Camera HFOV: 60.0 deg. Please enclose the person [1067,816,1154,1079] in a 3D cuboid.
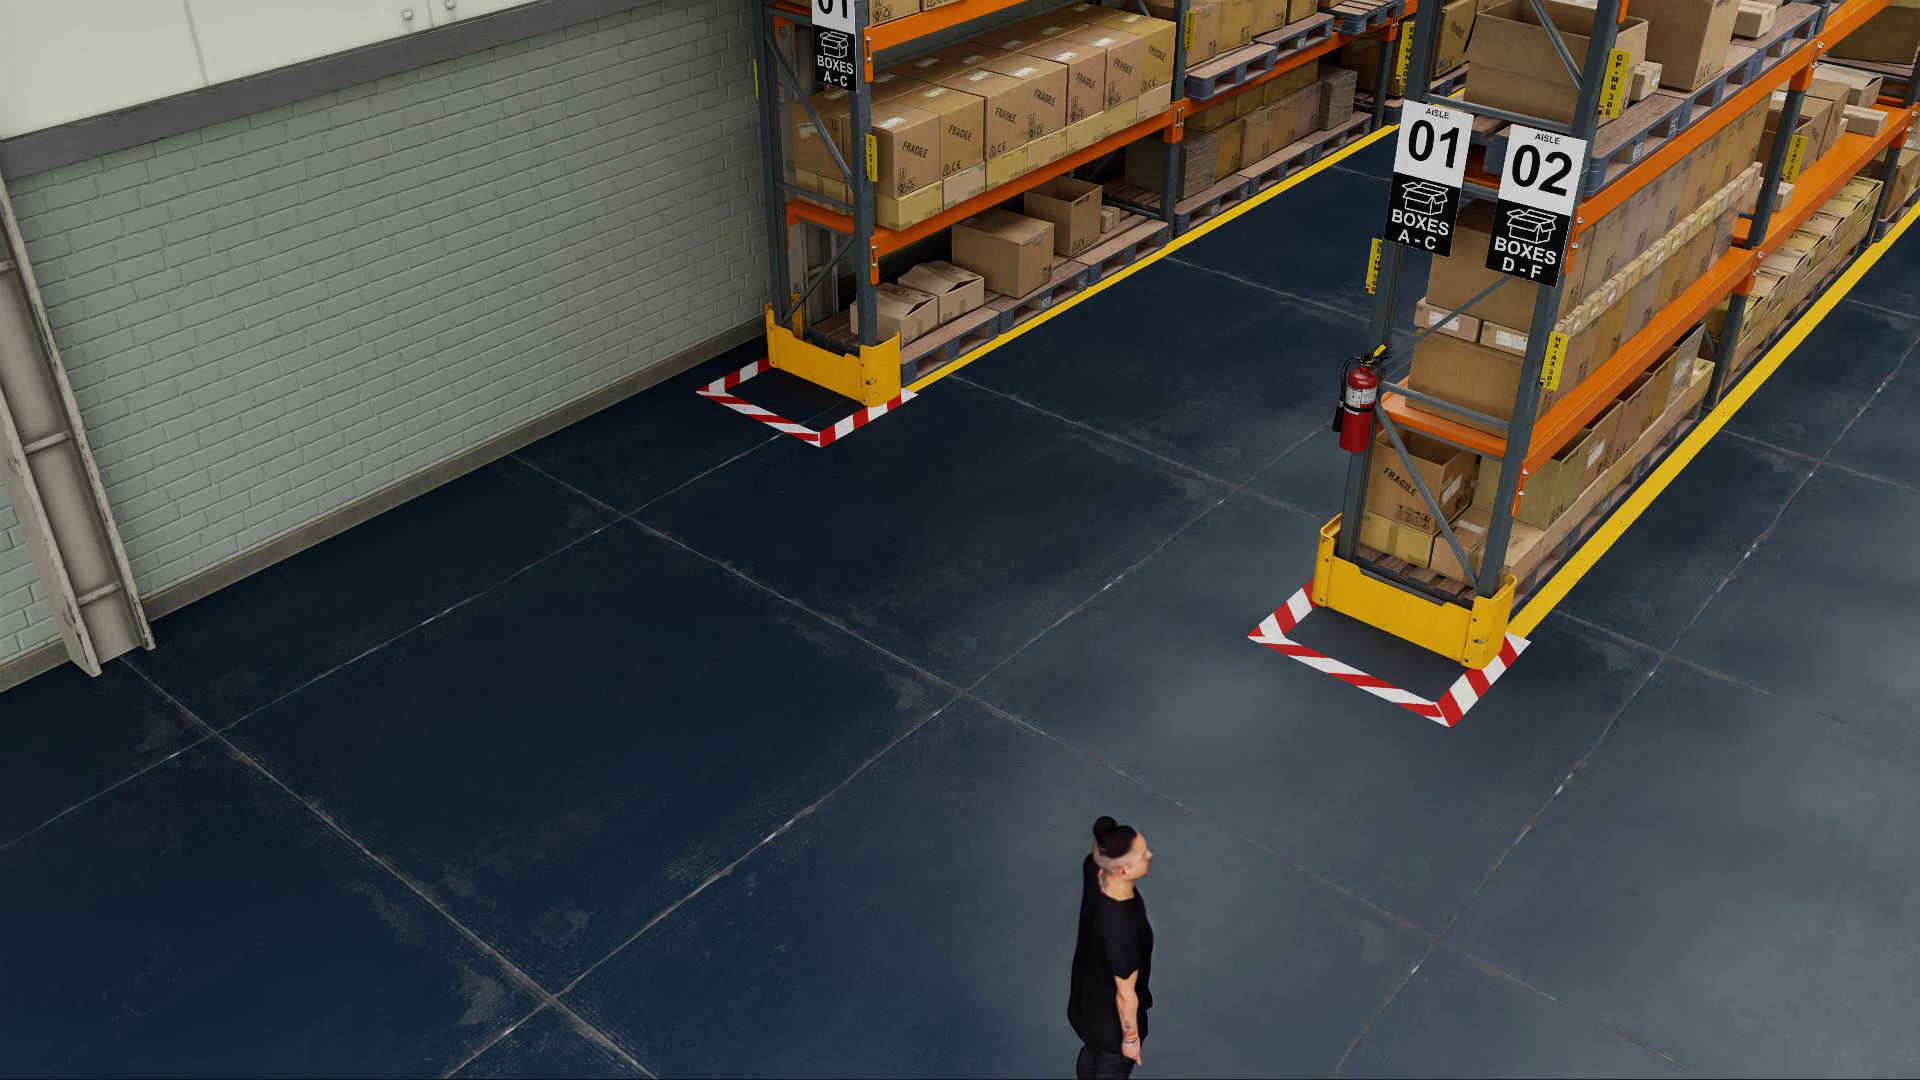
[{"bbox_3d":[0.601,1.785,6.589,0.814,1.864,0.767,-4,33,-7],"label":"person"}]
